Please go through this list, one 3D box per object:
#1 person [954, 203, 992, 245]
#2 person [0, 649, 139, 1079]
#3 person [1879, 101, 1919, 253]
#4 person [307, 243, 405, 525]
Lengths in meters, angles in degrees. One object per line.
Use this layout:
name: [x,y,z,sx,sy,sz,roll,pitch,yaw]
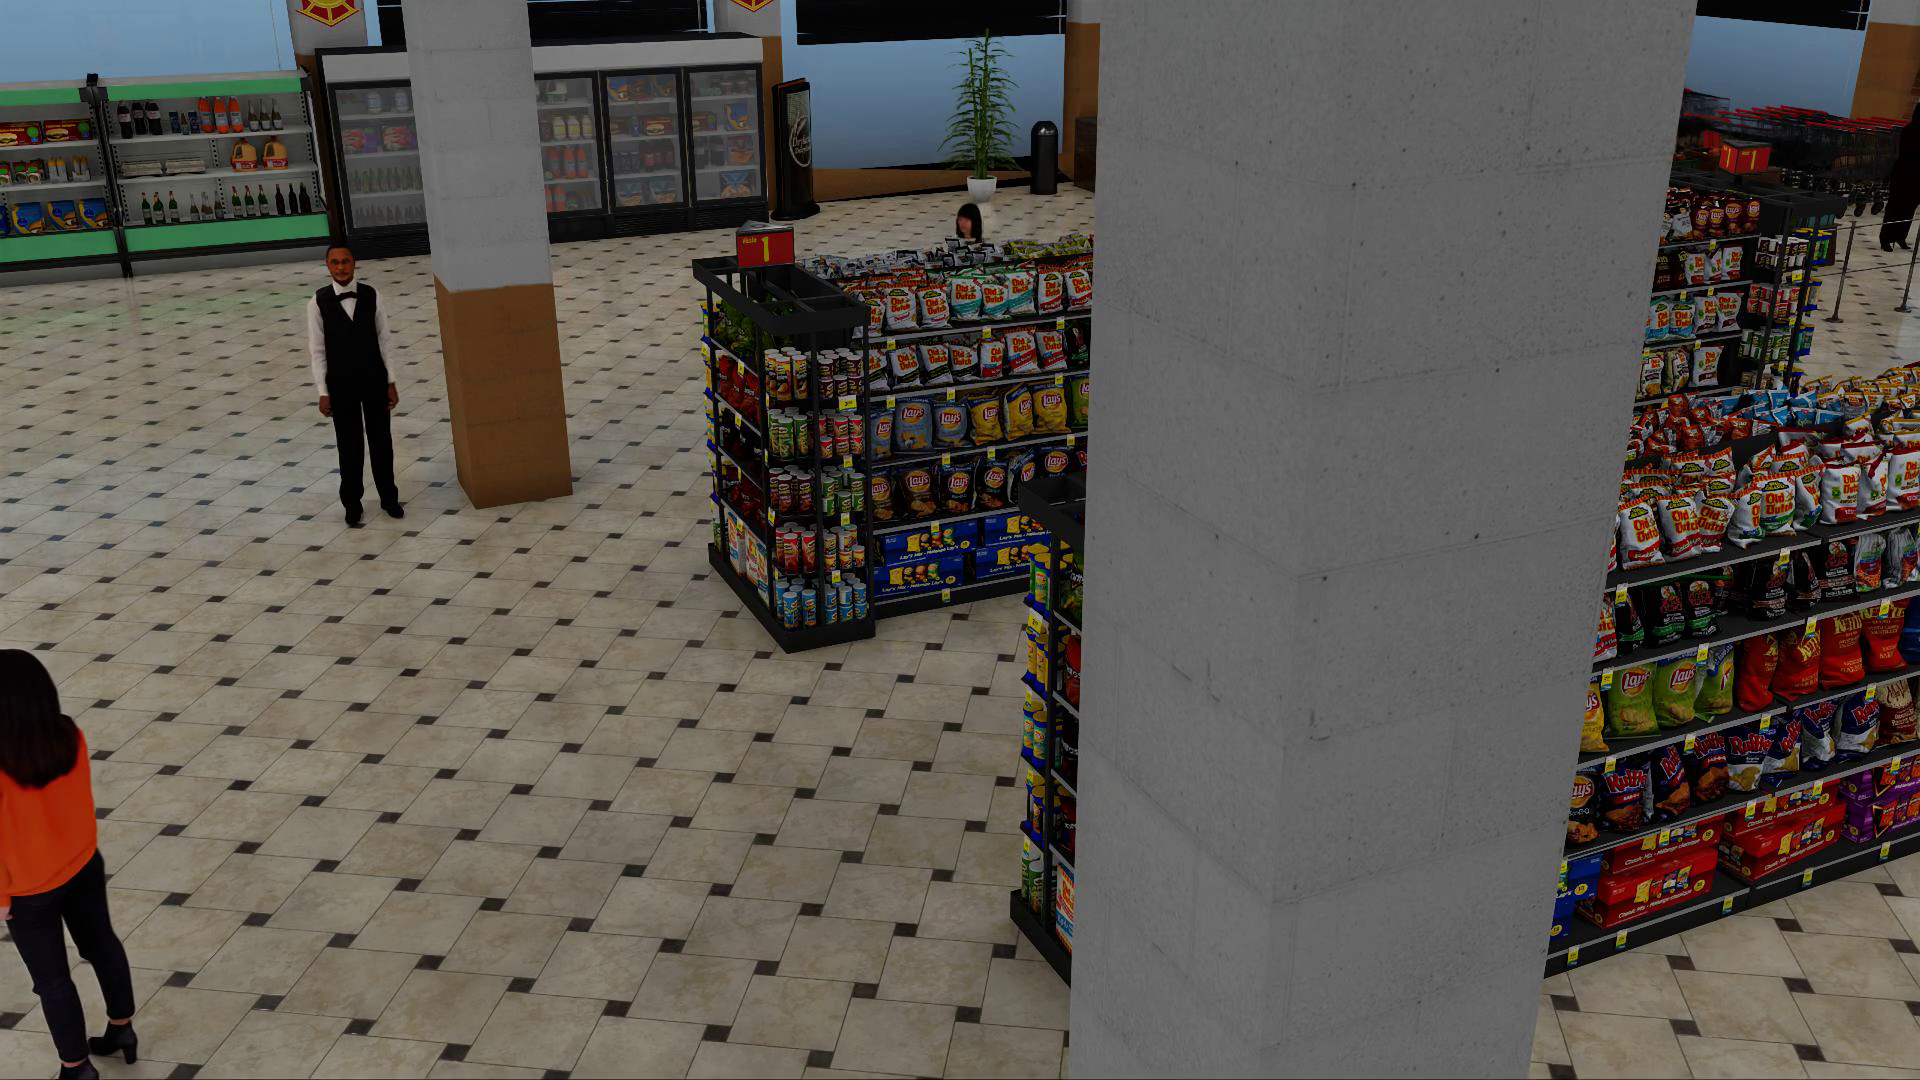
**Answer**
person: [0.121,-2.058,14.176,0.954,1.617,1.127,14,26,32]
person: [-3.229,1.187,5.924,0.757,1.748,0.701,7,23,17]
person: [11.160,-4.289,19.540,0.524,1.757,0.713,-9,24,-22]
person: [-4.103,-1.073,11.321,0.507,1.919,0.758,-11,24,-25]
